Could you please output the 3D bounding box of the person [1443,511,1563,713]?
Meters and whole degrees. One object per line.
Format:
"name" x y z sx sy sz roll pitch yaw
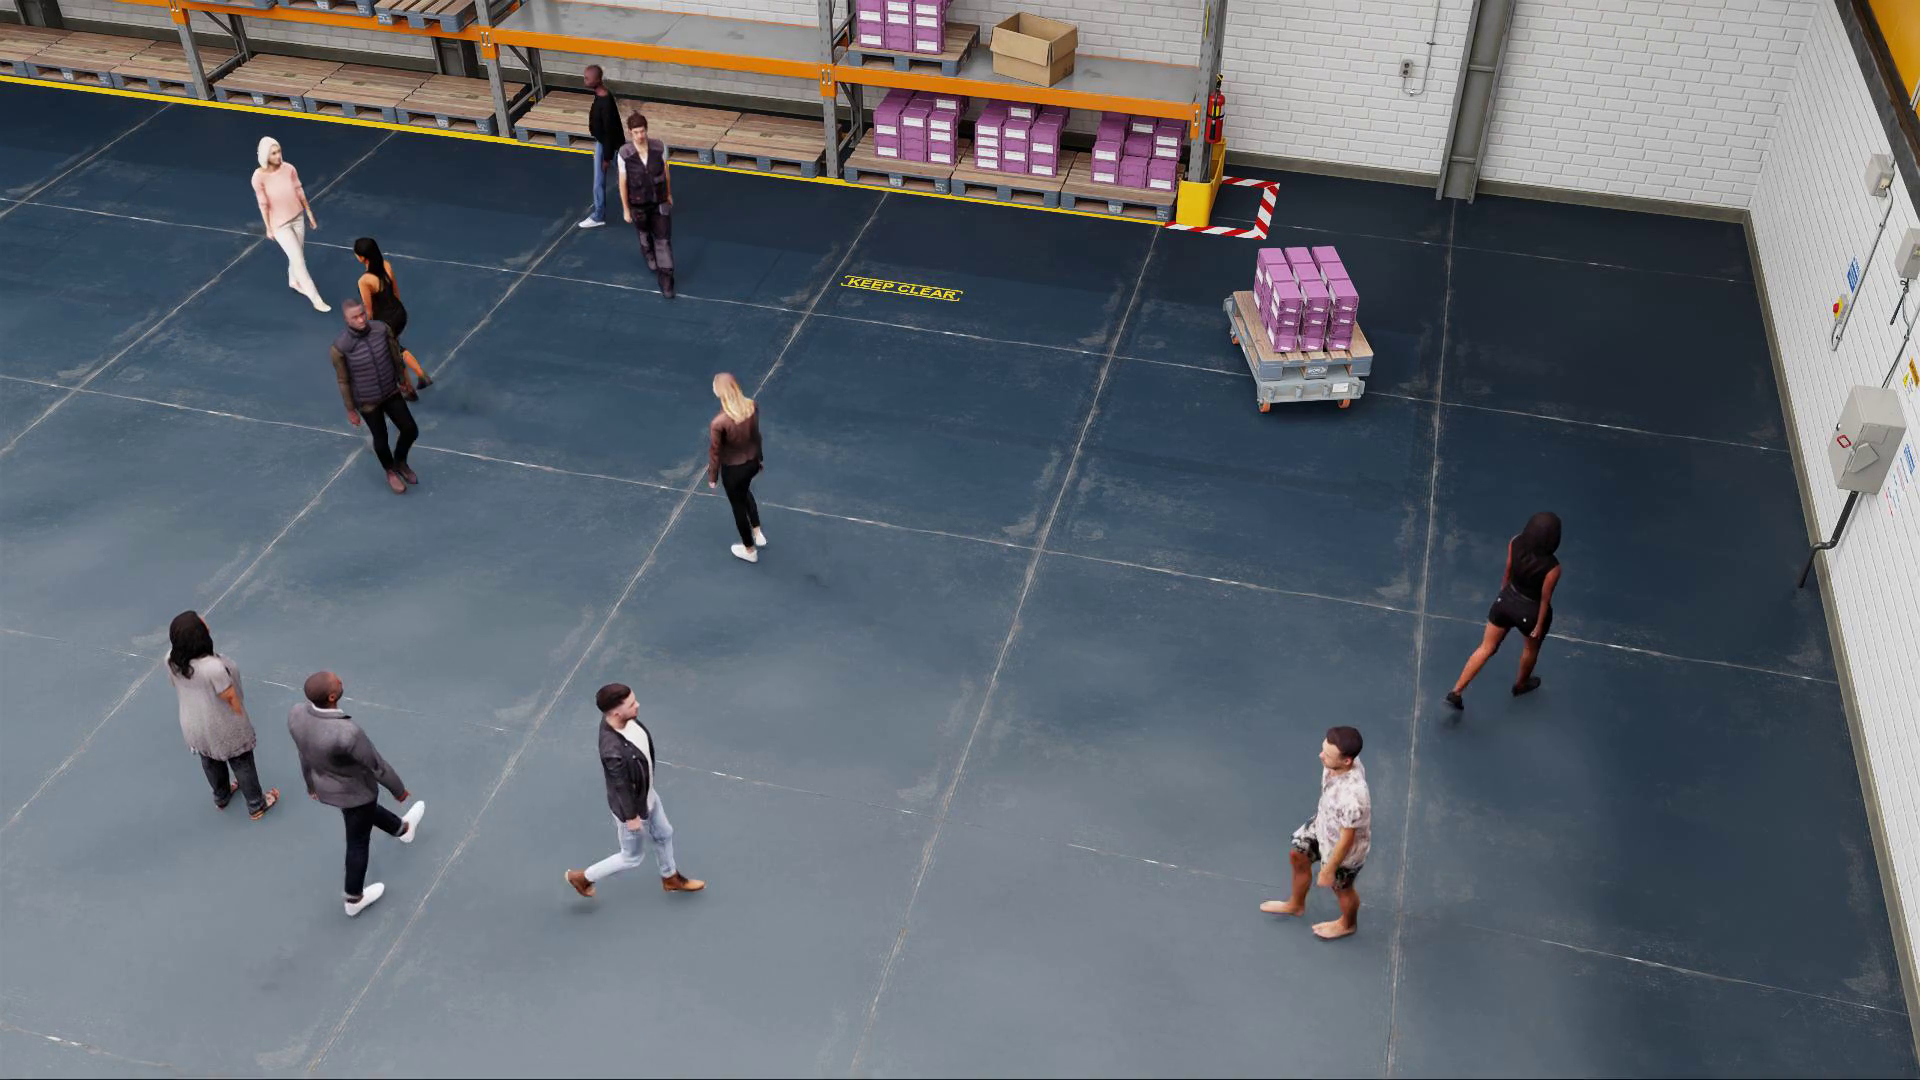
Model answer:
"person" 3.767 0.534 11.394 1.132 1.707 1.112 -22 44 -25

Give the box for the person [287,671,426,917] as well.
"person" -3.757 1.571 10.039 1.118 1.778 0.995 20 43 23

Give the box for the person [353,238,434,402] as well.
"person" -4.914 -1.892 14.474 0.631 1.655 0.579 10 40 12

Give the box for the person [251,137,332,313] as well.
"person" -6.467 -3.064 15.908 1.062 1.696 0.838 25 45 28

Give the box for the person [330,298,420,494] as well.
"person" -4.758 -1.197 13.468 0.852 1.824 0.865 -30 48 -32

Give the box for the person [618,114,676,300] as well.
"person" -3.043 -3.314 16.145 1.254 1.791 1.142 -11 40 -13

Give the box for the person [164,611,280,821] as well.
"person" -4.815 1.139 10.719 0.601 1.603 0.692 12 40 14

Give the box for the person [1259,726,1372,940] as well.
"person" 2.340 1.737 9.820 0.924 1.792 0.824 0 39 0

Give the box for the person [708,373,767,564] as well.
"person" -1.630 -0.515 12.720 0.689 1.691 0.698 27 46 29

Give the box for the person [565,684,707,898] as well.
"person" -2.037 1.578 10.004 1.158 1.812 0.881 -3 39 -4
